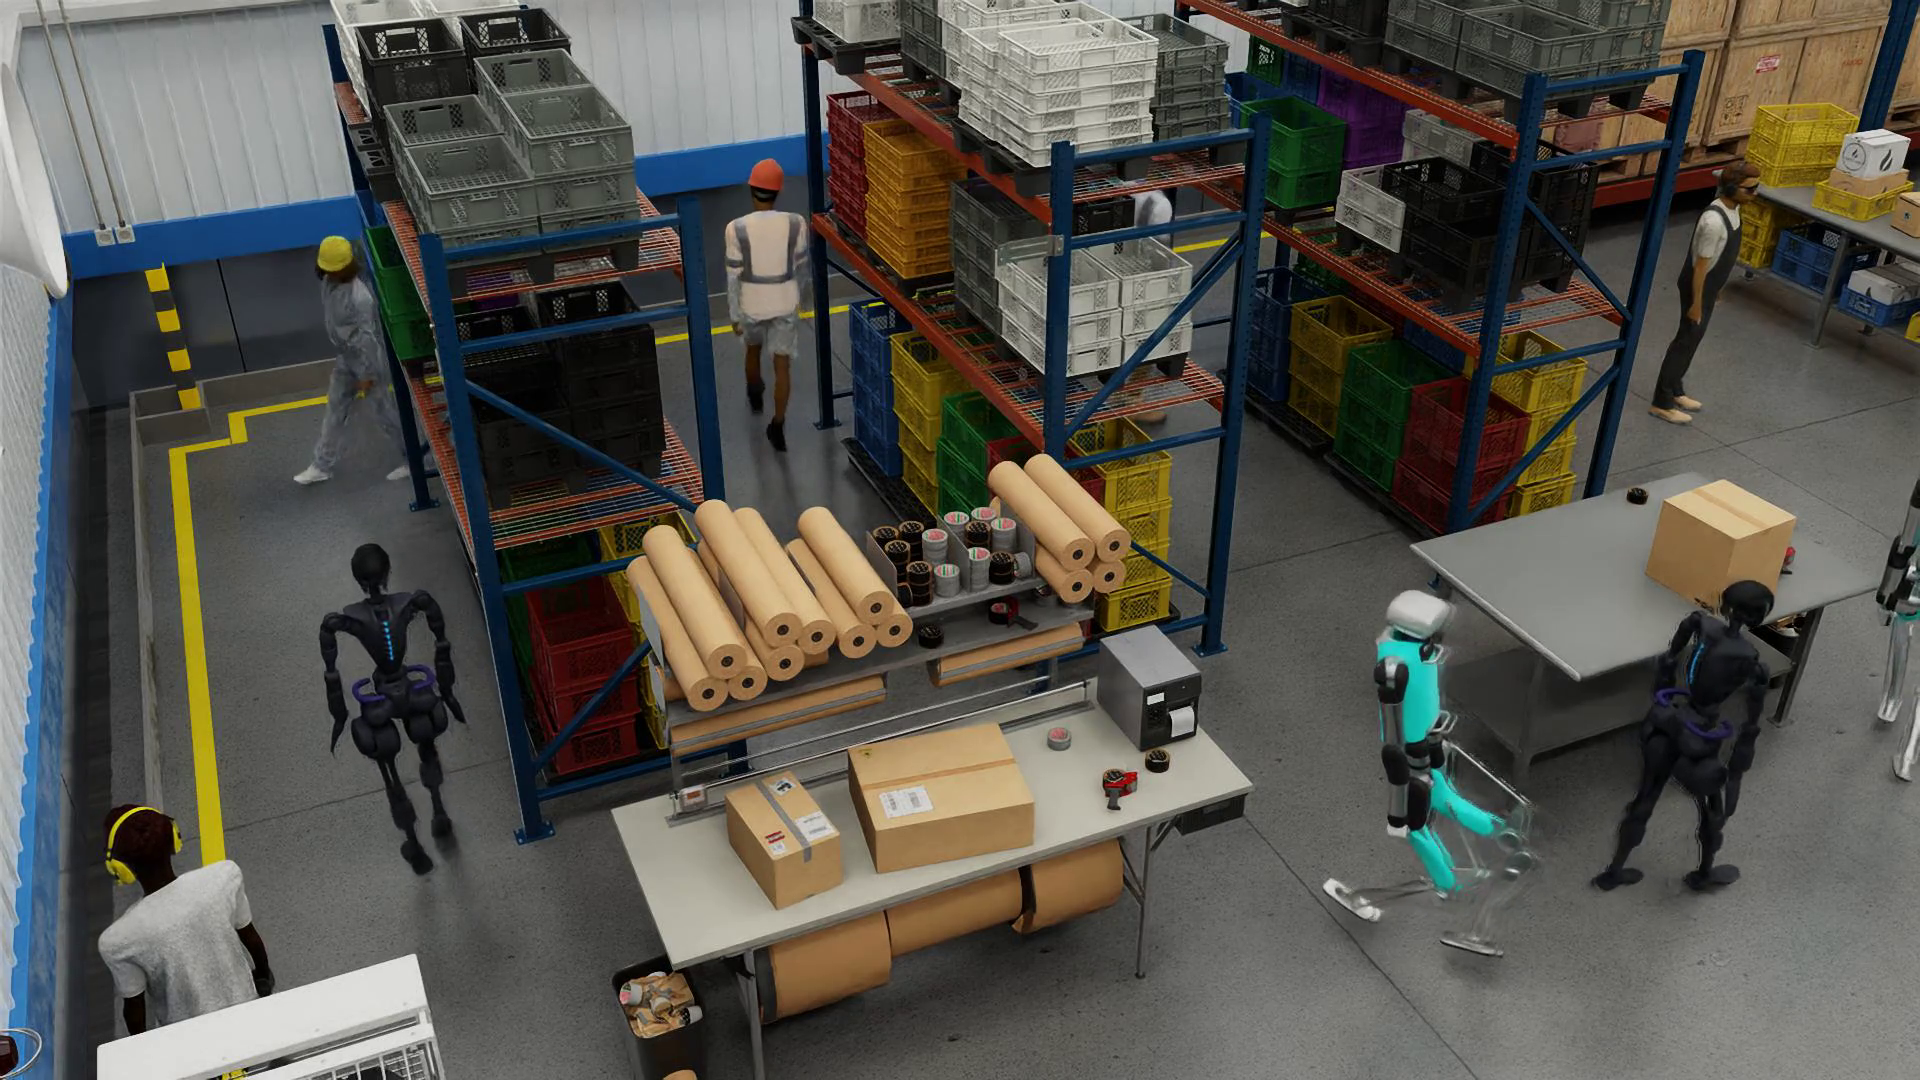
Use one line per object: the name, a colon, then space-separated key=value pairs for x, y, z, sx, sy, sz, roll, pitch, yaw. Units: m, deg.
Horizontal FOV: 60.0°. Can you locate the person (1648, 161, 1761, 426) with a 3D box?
person: x=5.002 y=-1.663 z=11.181 sx=0.340 sy=1.838 sz=0.505 roll=20 pitch=37 yaw=30

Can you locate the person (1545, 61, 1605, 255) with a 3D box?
person: x=5.122 y=-3.241 z=13.815 sx=0.522 sy=1.761 sz=0.336 roll=-16 pitch=35 yaw=-24

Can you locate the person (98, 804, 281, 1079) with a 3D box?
person: x=-2.610 y=1.657 z=5.768 sx=0.340 sy=1.857 sz=0.518 roll=24 pitch=39 yaw=33

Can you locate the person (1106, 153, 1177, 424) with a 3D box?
person: x=1.236 y=-1.771 z=11.163 sx=0.383 sy=2.041 sz=0.603 roll=-14 pitch=34 yaw=-22

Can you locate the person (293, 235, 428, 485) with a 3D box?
person: x=-3.849 y=-1.087 z=10.383 sx=0.527 sy=1.688 sz=0.788 roll=25 pitch=40 yaw=35

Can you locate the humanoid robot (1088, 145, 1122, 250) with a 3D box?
humanoid robot: x=1.164 y=-2.906 z=13.275 sx=0.983 sy=1.728 sz=0.530 roll=14 pitch=34 yaw=22

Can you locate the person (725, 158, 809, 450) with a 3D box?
person: x=-1.272 y=-1.620 z=11.057 sx=0.548 sy=1.886 sz=0.950 roll=-5 pitch=32 yaw=-8

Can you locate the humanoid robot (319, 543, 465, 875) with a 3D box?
humanoid robot: x=-2.522 y=0.753 z=7.405 sx=0.588 sy=1.650 sz=0.358 roll=-18 pitch=36 yaw=-27

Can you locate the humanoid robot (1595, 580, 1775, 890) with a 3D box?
humanoid robot: x=3.228 y=0.855 z=7.257 sx=0.661 sy=1.636 sz=0.608 roll=-11 pitch=33 yaw=-17

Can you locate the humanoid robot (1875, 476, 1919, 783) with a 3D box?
humanoid robot: x=4.791 y=0.274 z=8.134 sx=0.538 sy=1.763 sz=0.922 roll=19 pitch=37 yaw=28

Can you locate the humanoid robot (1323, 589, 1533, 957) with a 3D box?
humanoid robot: x=2.080 y=1.073 z=6.859 sx=0.992 sy=1.735 sz=0.550 roll=17 pitch=35 yaw=25

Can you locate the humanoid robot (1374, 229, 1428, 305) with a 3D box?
humanoid robot: x=3.445 y=-2.482 z=12.686 sx=0.893 sy=1.845 sz=0.552 roll=1 pitch=32 yaw=1
